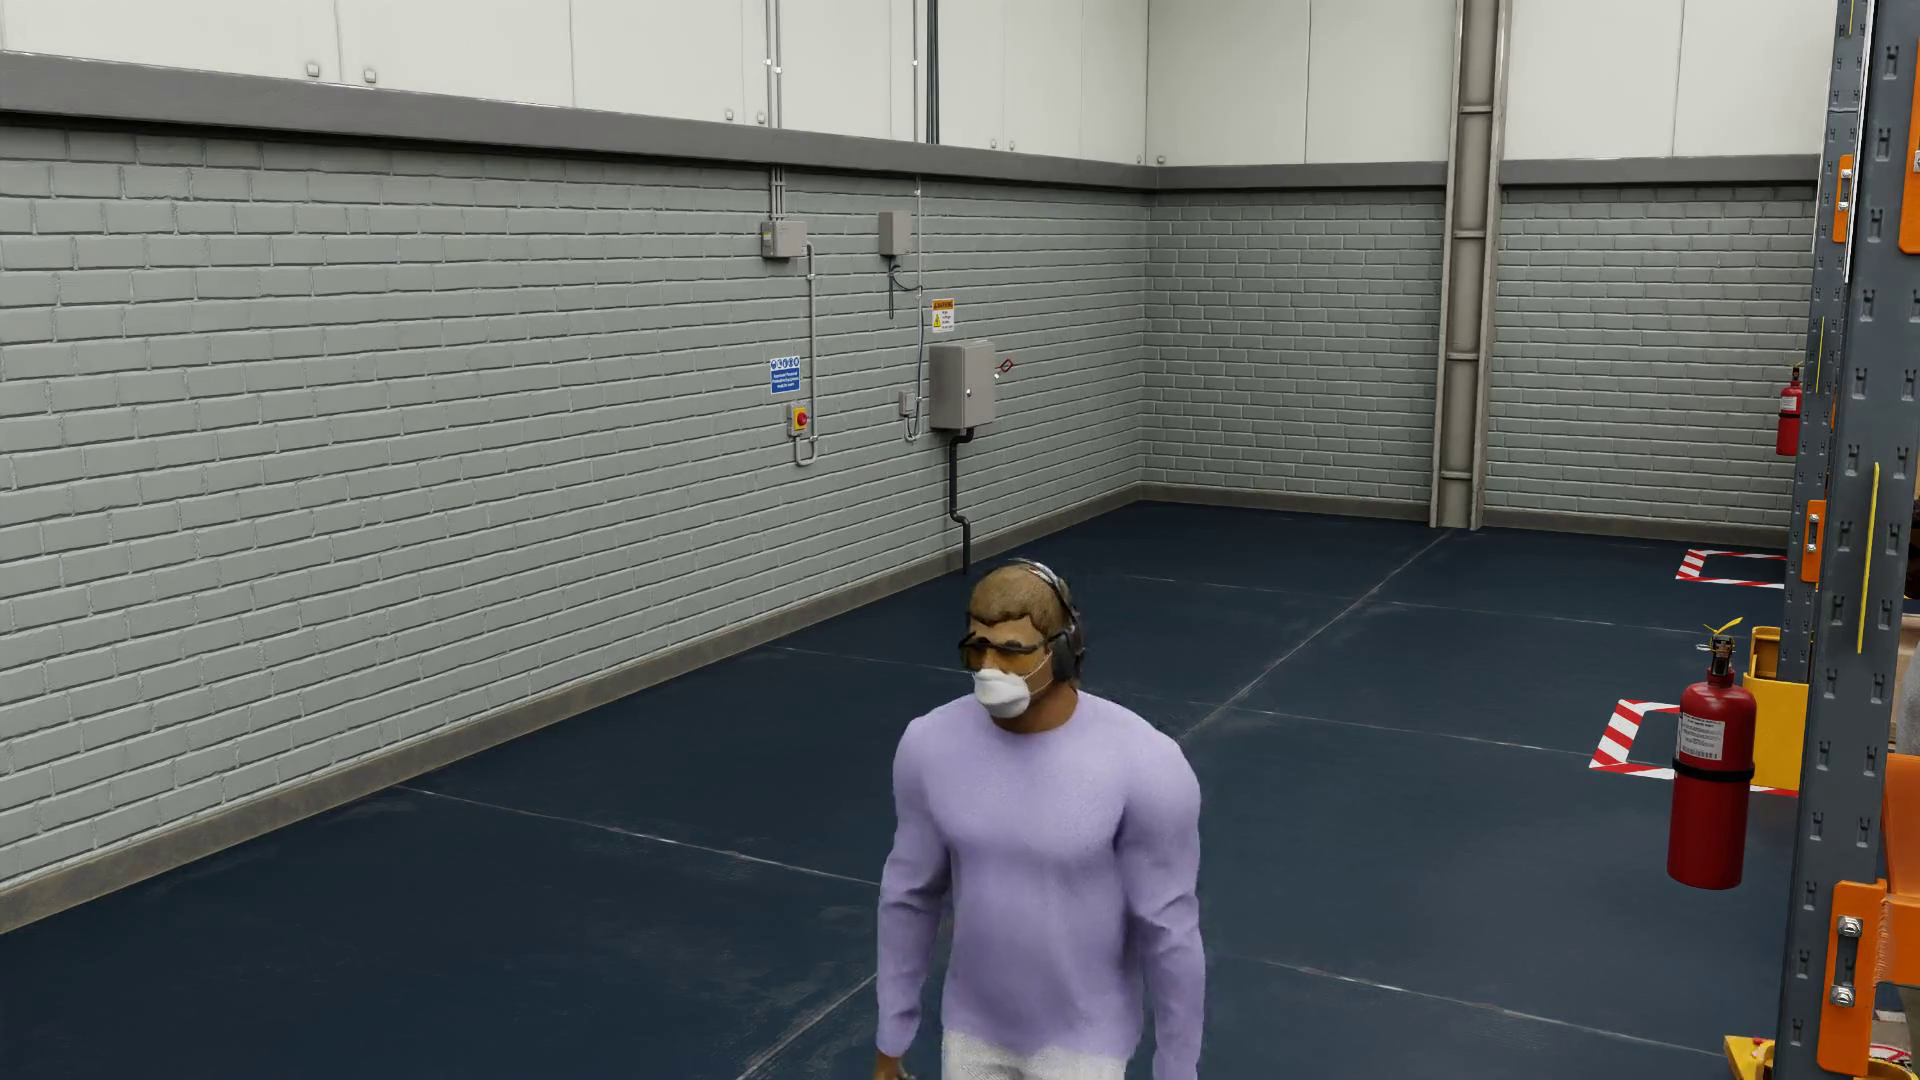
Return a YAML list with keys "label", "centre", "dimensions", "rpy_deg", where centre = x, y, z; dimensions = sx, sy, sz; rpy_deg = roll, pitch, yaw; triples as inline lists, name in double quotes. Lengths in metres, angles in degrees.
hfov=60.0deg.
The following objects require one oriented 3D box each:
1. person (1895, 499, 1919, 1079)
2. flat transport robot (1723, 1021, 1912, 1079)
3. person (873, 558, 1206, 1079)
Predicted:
- label: "person"
  centre: [2.565, 0.801, 4.398]
  dimensions: [0.326, 1.854, 0.515]
  rpy_deg: [5, 12, 27]
- label: "flat transport robot"
  centre: [2.940, 1.559, 4.574]
  dimensions: [1.431, 0.197, 0.652]
  rpy_deg: [3, 11, 13]
- label: "person"
  centre: [0.102, 0.987, 3.183]
  dimensions: [0.661, 1.920, 0.580]
  rpy_deg: [7, 12, 32]
